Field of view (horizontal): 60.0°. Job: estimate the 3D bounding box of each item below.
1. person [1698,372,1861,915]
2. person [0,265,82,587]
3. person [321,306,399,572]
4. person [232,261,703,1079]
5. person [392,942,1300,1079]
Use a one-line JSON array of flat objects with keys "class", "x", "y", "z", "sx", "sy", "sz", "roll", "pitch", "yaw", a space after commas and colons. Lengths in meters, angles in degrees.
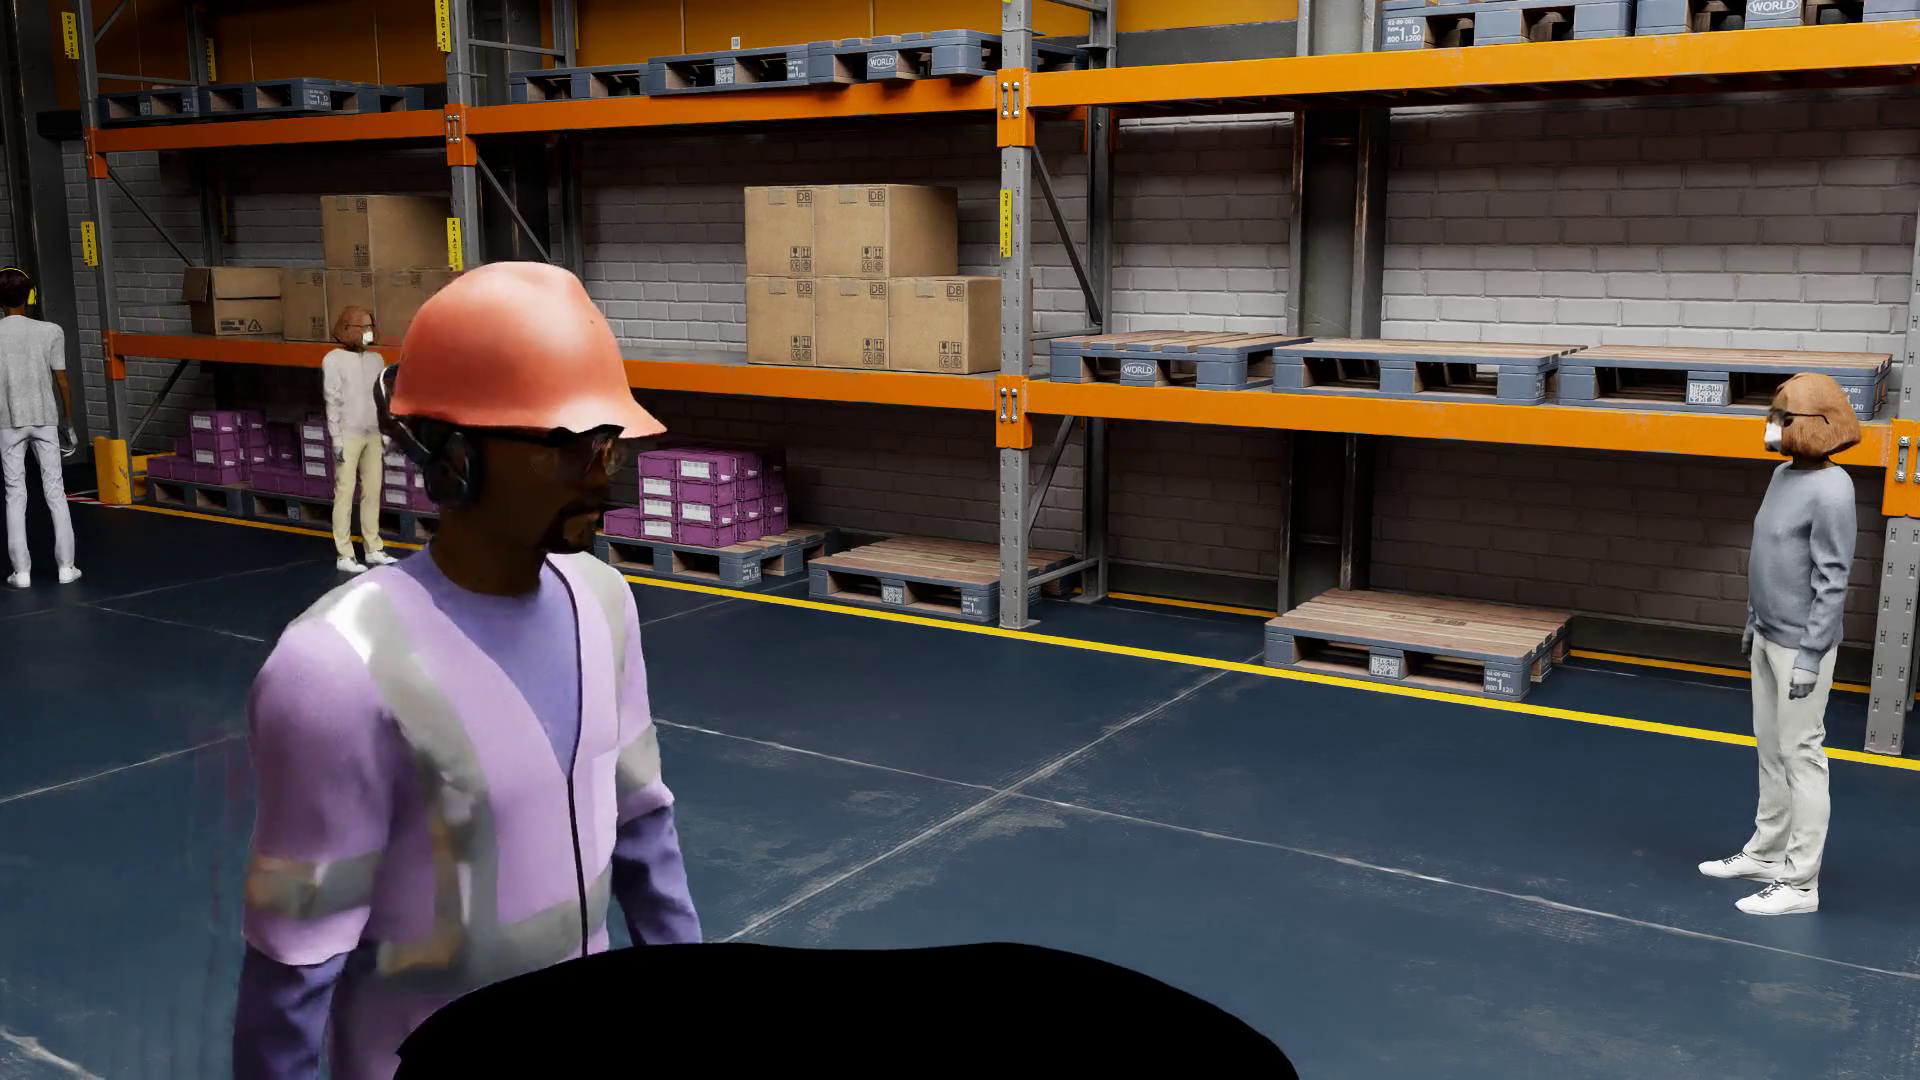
[{"class": "person", "x": 2.501, "y": 0.311, "z": 5.027, "sx": 0.286, "sy": 1.636, "sz": 0.500, "roll": 1, "pitch": 10, "yaw": 5}, {"class": "person", "x": -5.465, "y": -0.658, "z": 9.738, "sx": 0.514, "sy": 1.876, "sz": 0.328, "roll": -6, "pitch": 12, "yaw": -31}, {"class": "person", "x": -3.692, "y": -0.621, "z": 10.222, "sx": 0.277, "sy": 1.629, "sz": 0.497, "roll": 5, "pitch": 11, "yaw": 24}, {"class": "person", "x": -0.494, "y": 0.667, "z": 2.066, "sx": 1.063, "sy": 1.983, "sz": 0.634, "roll": 3, "pitch": 11, "yaw": 18}, {"class": "person", "x": -0.078, "y": 0.889, "z": 1.043, "sx": 0.587, "sy": 1.920, "sz": 0.390, "roll": -1, "pitch": 10, "yaw": -3}]
